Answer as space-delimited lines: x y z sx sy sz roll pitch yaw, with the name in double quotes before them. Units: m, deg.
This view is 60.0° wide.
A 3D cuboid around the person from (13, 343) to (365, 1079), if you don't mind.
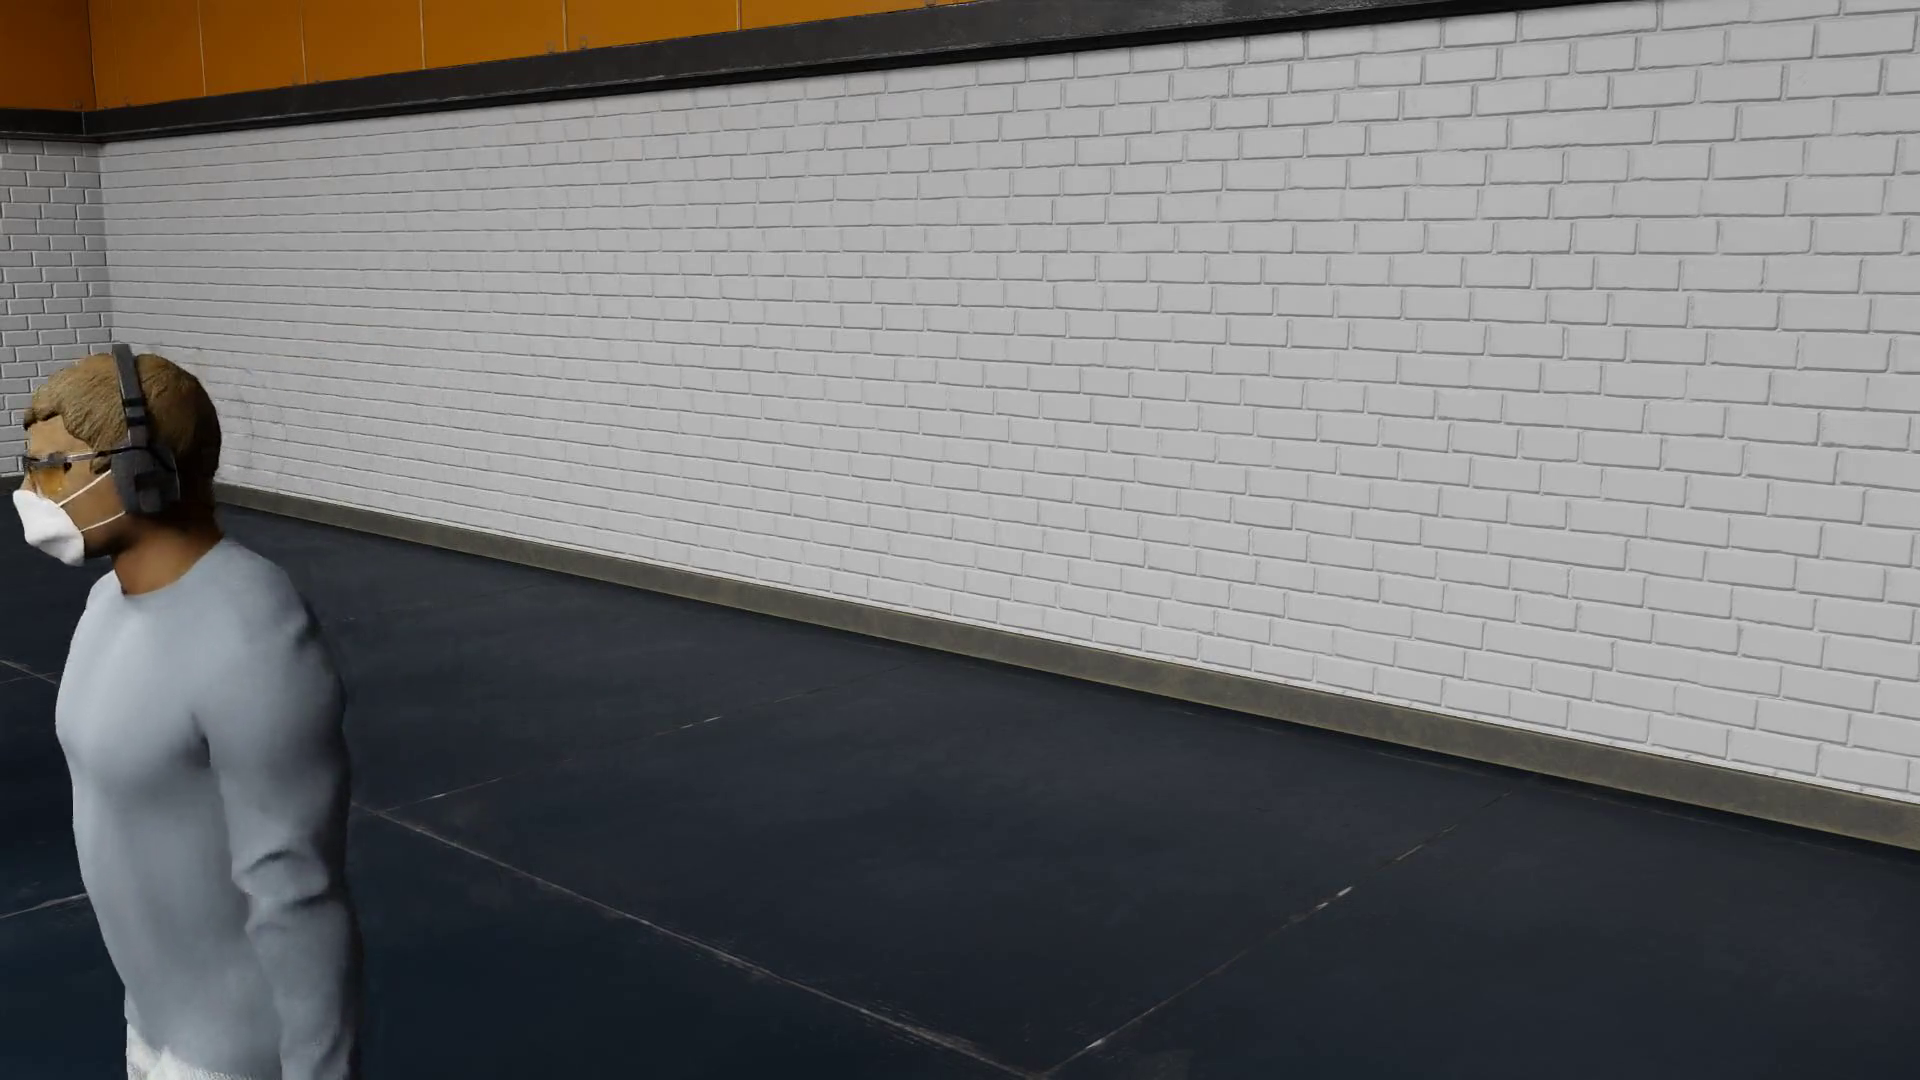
"person" -0.964 0.667 2.390 0.891 1.911 0.628 -9 13 -41
